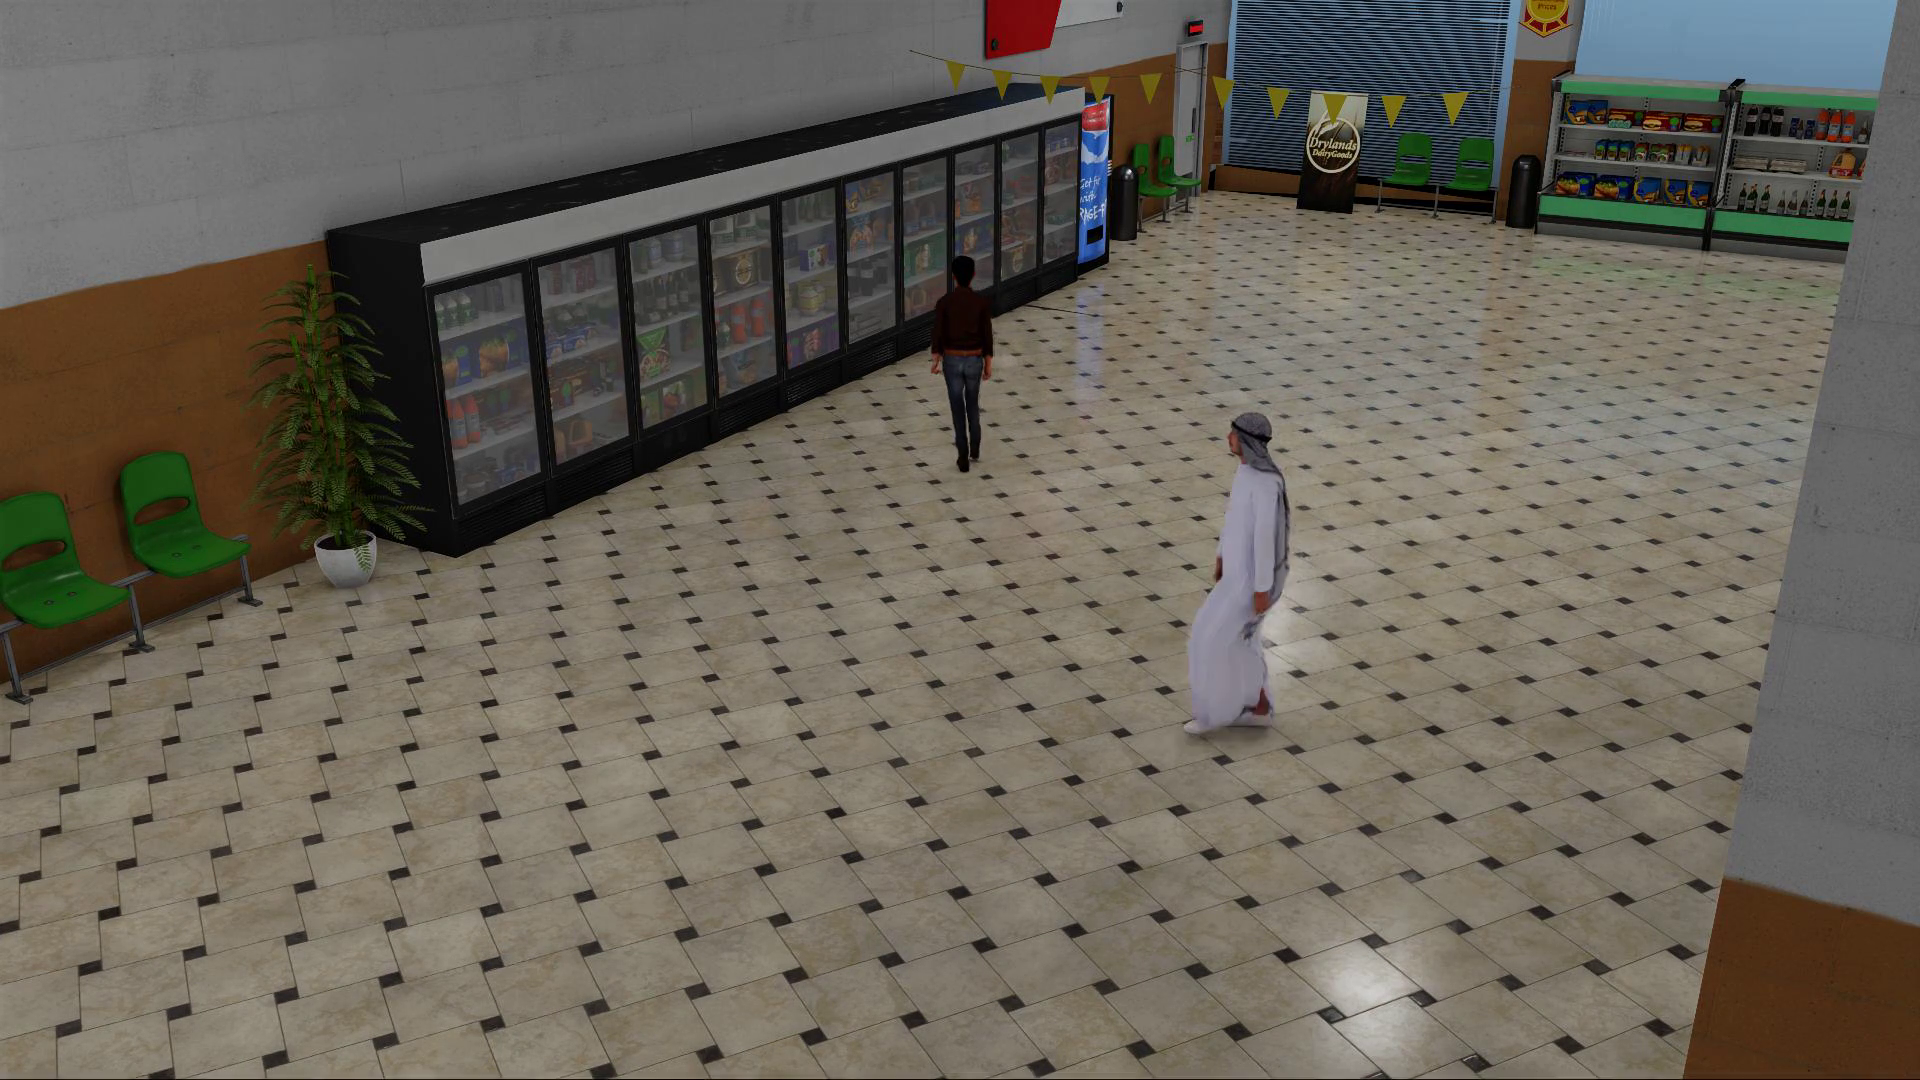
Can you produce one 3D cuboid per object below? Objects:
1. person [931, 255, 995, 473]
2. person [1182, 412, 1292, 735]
[{"bbox_3d":[0.042,-1.405,13.541,0.753,1.767,0.822,-4,22,-11],"label":"person"},{"bbox_3d":[1.700,0.211,9.331,0.968,1.908,0.903,0,22,-1],"label":"person"}]
